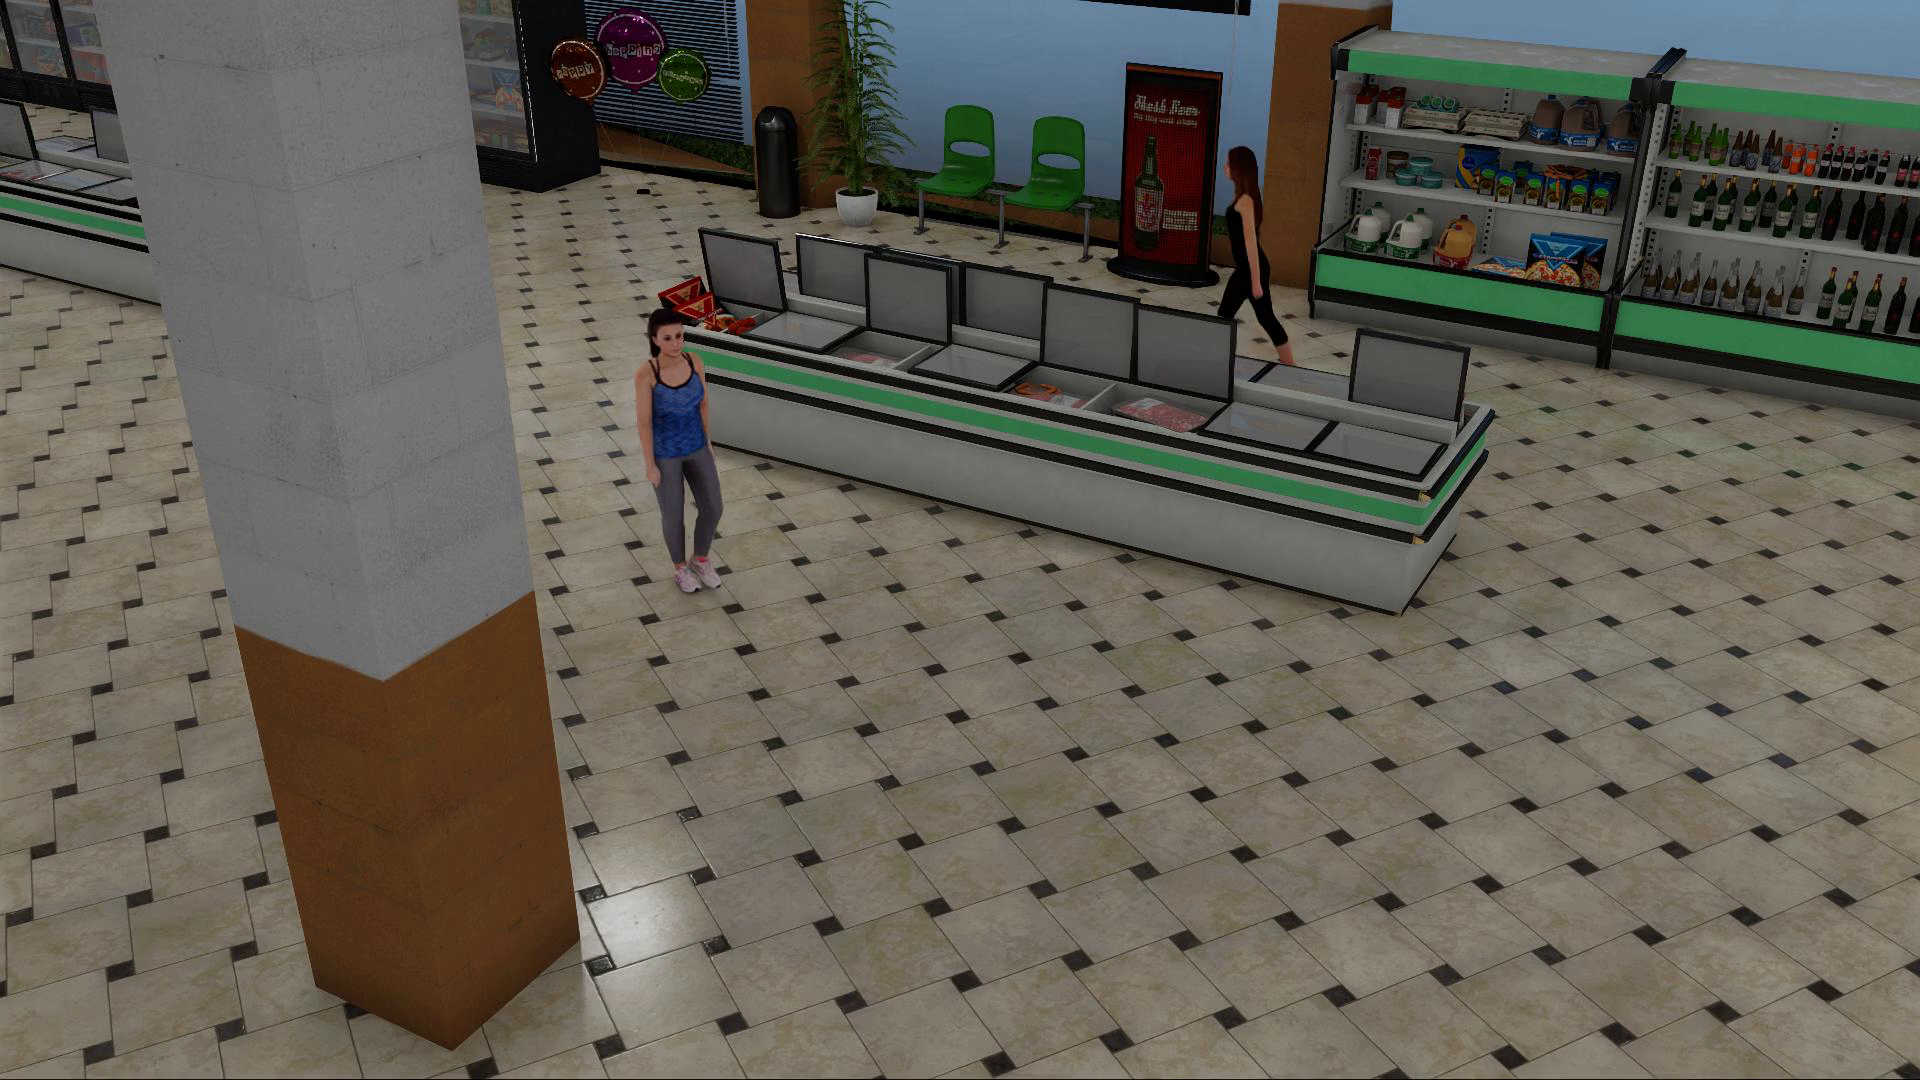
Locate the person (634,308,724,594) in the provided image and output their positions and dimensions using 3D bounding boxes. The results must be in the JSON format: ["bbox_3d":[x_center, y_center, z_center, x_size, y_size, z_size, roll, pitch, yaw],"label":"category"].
[{"bbox_3d":[-1.510,-0.476,8.732,0.688,1.598,0.712,-18,32,-31],"label":"person"}]

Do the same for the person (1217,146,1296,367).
[{"bbox_3d":[2.023,-1.773,11.203,1.061,1.678,0.759,7,28,14],"label":"person"}]
